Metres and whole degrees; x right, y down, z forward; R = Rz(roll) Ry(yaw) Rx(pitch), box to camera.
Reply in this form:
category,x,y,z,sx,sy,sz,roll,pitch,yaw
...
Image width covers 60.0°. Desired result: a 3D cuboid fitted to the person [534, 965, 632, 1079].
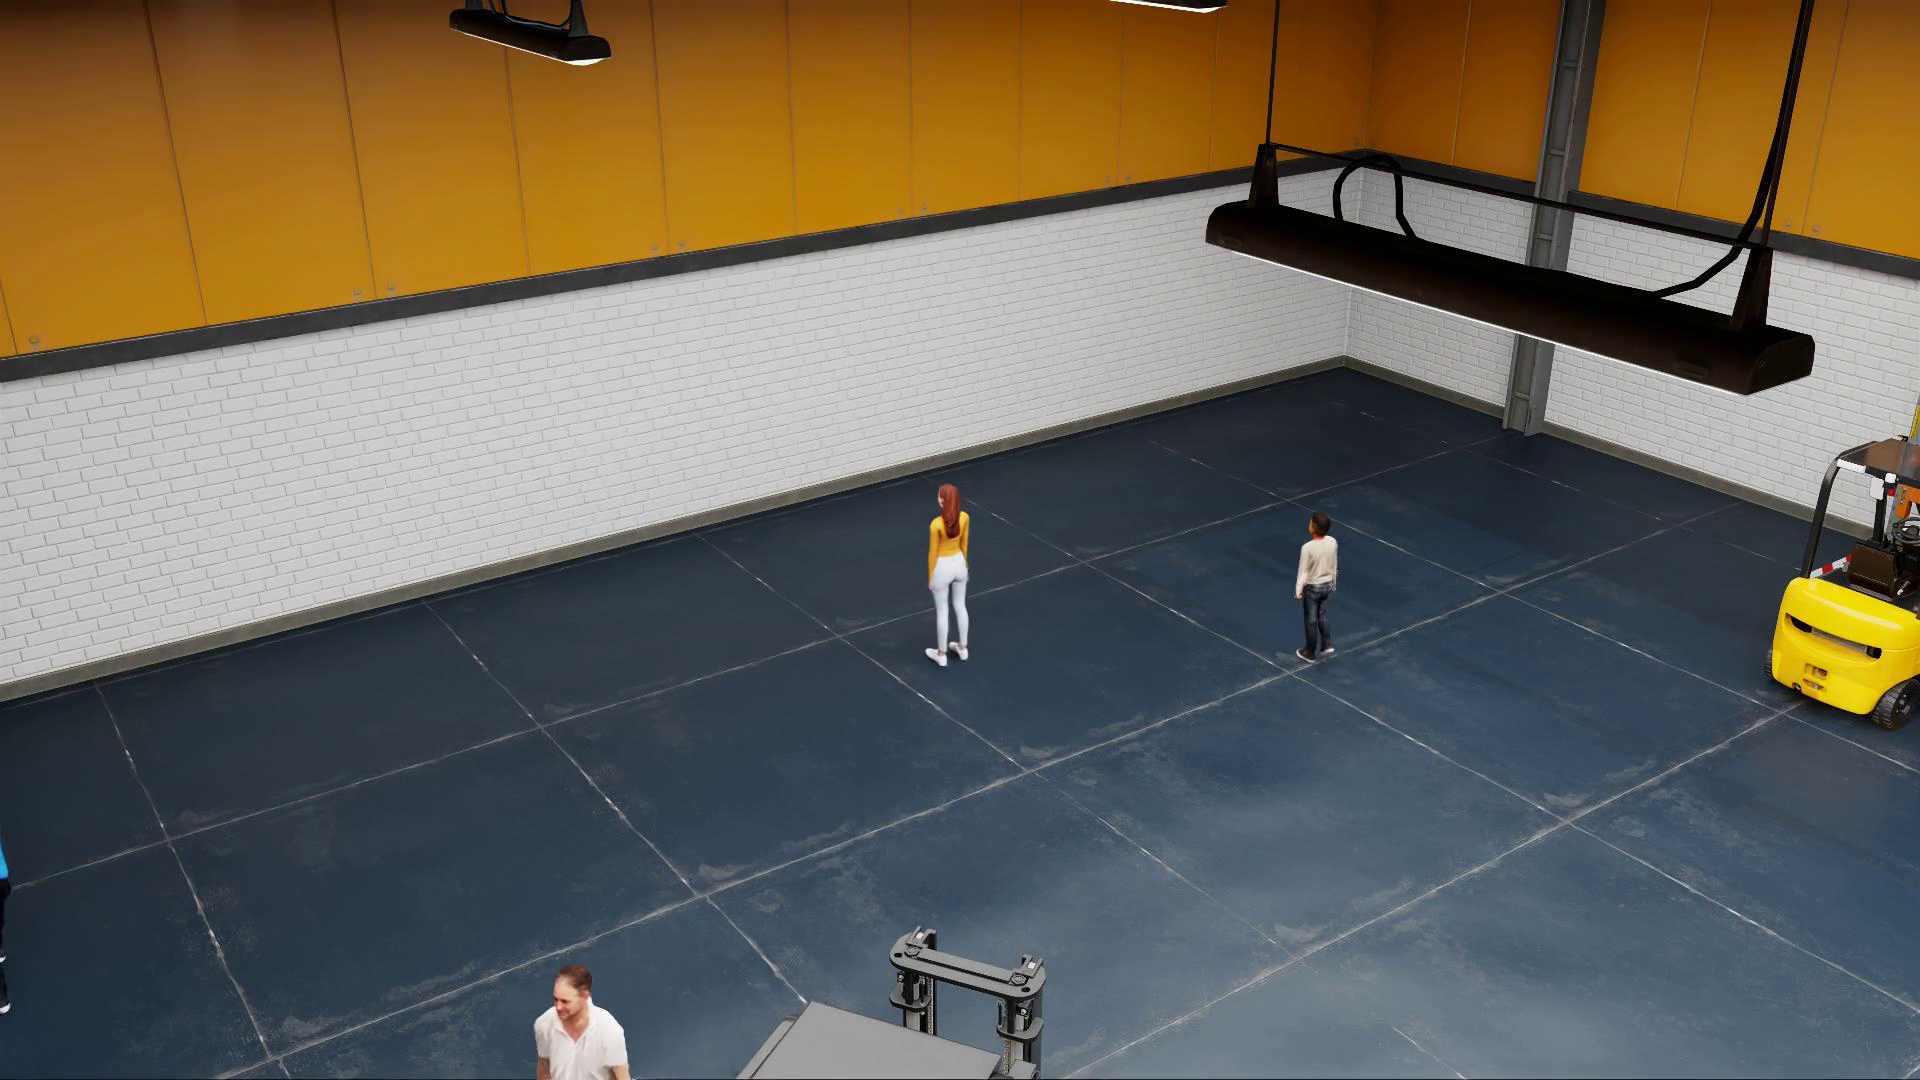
category,x,y,z,sx,sy,sz,roll,pitch,yaw
person,-1.939,2.980,8.899,0.848,1.842,0.903,10,26,22

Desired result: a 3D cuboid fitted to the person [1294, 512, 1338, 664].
category,x,y,z,sx,sy,sz,roll,pitch,yaw
person,3.297,0.465,15.139,0.597,1.453,0.625,-11,26,-23

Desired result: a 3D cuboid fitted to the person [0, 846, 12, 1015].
category,x,y,z,sx,sy,sz,roll,pitch,yaw
person,-6.477,2.155,10.894,0.640,1.756,1.134,-18,29,-35

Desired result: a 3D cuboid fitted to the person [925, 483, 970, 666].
category,x,y,z,sx,sy,sz,roll,pitch,yaw
person,-0.092,0.303,15.141,0.597,1.748,0.554,-14,27,-29
